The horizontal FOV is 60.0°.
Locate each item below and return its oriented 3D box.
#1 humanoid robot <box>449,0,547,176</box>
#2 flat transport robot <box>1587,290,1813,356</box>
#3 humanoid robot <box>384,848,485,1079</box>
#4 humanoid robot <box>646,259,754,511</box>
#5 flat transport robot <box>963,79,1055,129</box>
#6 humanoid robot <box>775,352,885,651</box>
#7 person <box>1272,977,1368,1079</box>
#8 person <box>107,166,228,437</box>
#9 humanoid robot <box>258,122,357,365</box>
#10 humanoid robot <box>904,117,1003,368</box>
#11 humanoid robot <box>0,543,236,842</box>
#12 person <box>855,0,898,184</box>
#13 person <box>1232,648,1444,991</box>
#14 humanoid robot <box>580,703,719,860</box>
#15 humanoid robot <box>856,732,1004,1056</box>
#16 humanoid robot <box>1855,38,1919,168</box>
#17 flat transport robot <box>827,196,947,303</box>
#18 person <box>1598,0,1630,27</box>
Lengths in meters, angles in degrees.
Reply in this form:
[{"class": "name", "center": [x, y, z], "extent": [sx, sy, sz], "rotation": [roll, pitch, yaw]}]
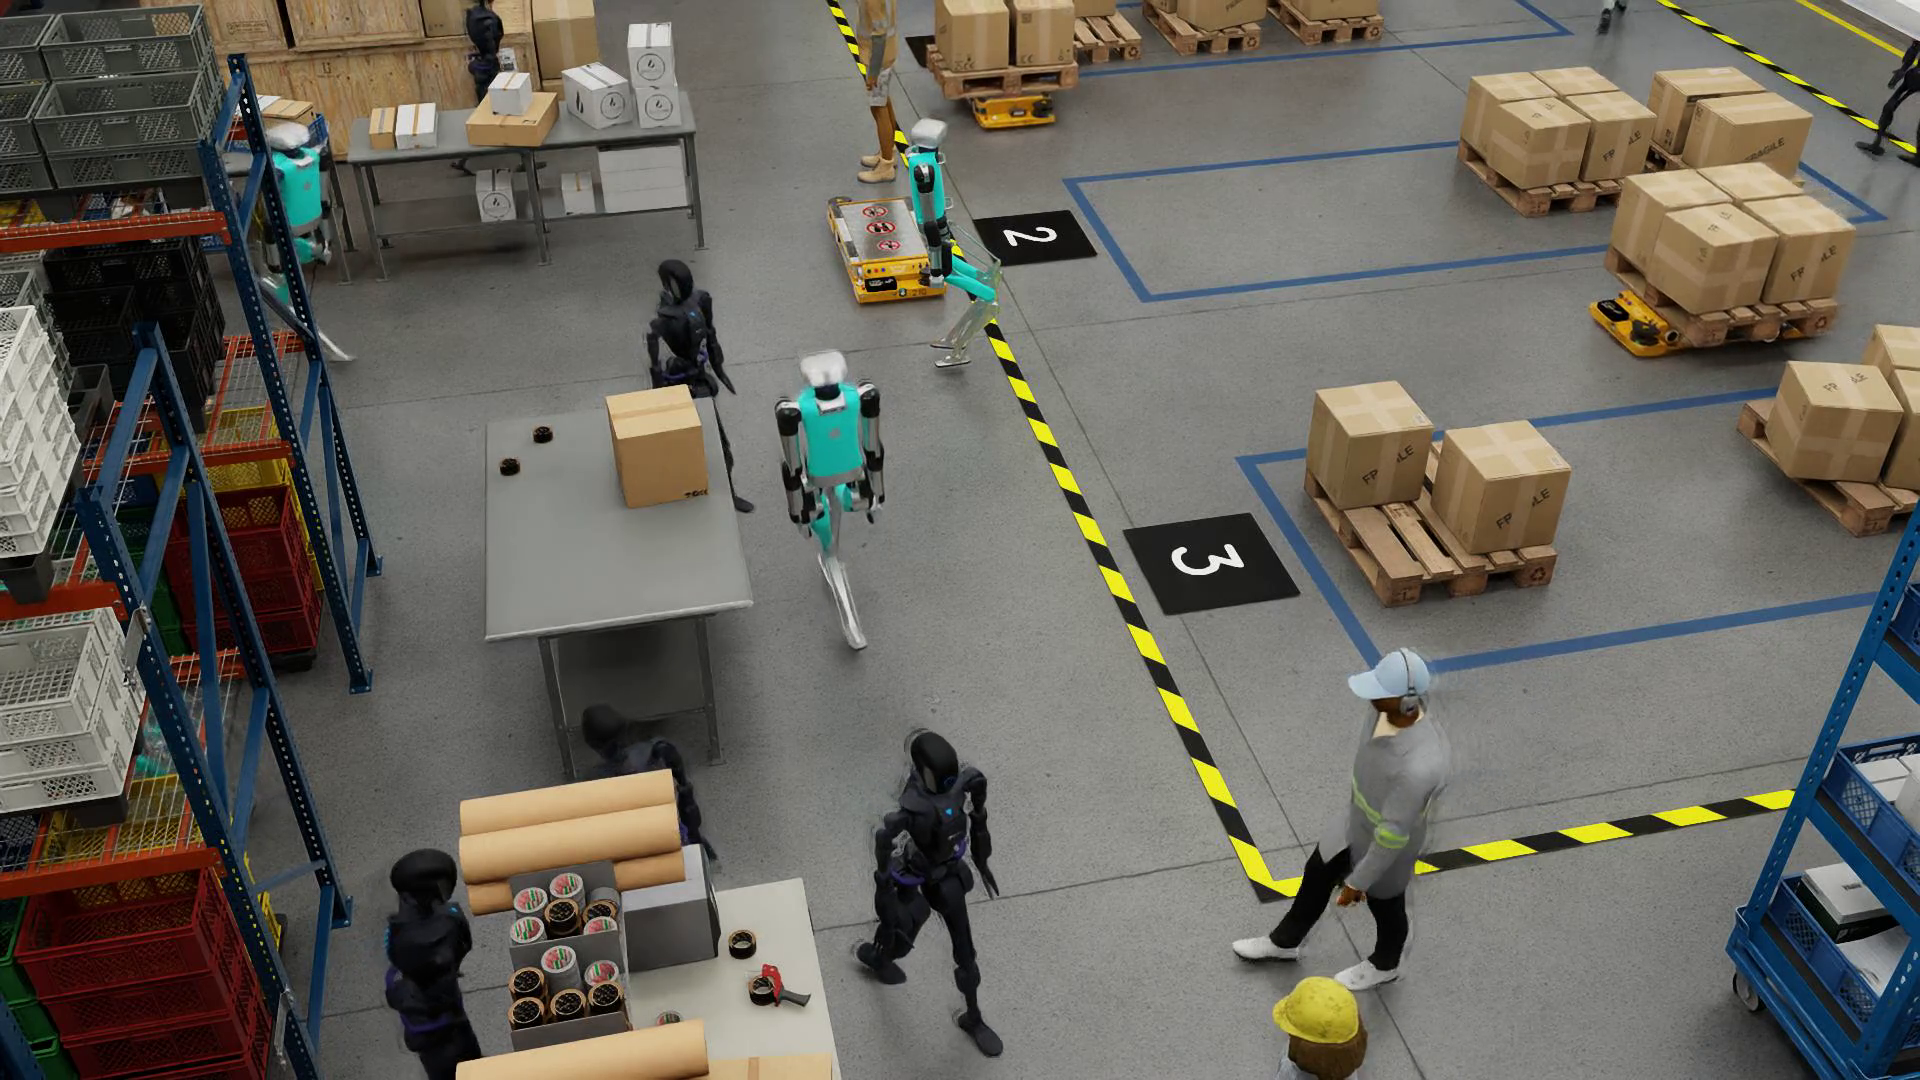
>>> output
[{"class": "humanoid robot", "center": [-3.843, -3.709, 13.412], "extent": [0.769, 1.645, 0.587], "rotation": [-16, 40, -20]}, {"class": "flat transport robot", "center": [5.245, -1.606, 11.689], "extent": [1.431, 0.197, 0.652], "rotation": [-8, 37, -10]}, {"class": "humanoid robot", "center": [-1.890, 1.733, 6.047], "extent": [0.388, 1.646, 0.611], "rotation": [-22, 42, -27]}, {"class": "humanoid robot", "center": [-1.611, -0.909, 9.639], "extent": [0.784, 1.635, 0.612], "rotation": [21, 41, 26]}, {"class": "flat transport robot", "center": [0.362, -4.102, 15.044], "extent": [0.652, 0.197, 1.431], "rotation": [-8, 37, -10]}, {"class": "humanoid robot", "center": [-0.712, -0.303, 8.763], "extent": [0.557, 1.756, 1.044], "rotation": [-11, 38, -15]}, {"class": "person", "center": [1.125, 2.059, 5.549], "extent": [0.321, 1.742, 0.491], "rotation": [-1, 37, -1]}, {"class": "person", "center": [-4.921, -1.486, 10.243], "extent": [0.338, 1.838, 0.506], "rotation": [-31, 46, -34]}, {"class": "humanoid robot", "center": [-4.501, -1.959, 10.975], "extent": [0.996, 1.721, 0.557], "rotation": [18, 40, 22]}, {"class": "humanoid robot", "center": [0.021, -1.911, 10.779], "extent": [0.735, 1.677, 0.533], "rotation": [-2, 37, -2]}, {"class": "humanoid robot", "center": [-3.699, 0.736, 7.418], "extent": [0.802, 1.878, 0.546], "rotation": [-1, 37, -2]}, {"class": "person", "center": [-0.687, -3.852, 13.247], "extent": [0.379, 2.039, 0.615], "rotation": [3, 37, 4]}, {"class": "person", "center": [1.547, 1.183, 6.663], "extent": [0.774, 1.827, 0.599], "rotation": [-5, 37, -7]}, {"class": "humanoid robot", "center": [-1.243, 1.301, 6.677], "extent": [0.616, 1.613, 0.829], "rotation": [-29, 46, -33]}, {"class": "humanoid robot", "center": [-0.140, 1.338, 6.617], "extent": [0.590, 1.632, 0.758], "rotation": [-27, 44, -32]}, {"class": "humanoid robot", "center": [7.929, -3.913, 13.640], "extent": [0.585, 1.639, 0.557], "rotation": [-14, 39, -18]}, {"class": "flat transport robot", "center": [-0.570, -2.220, 12.538], "extent": [0.659, 0.231, 1.431], "rotation": [-8, 37, -10]}, {"class": "person", "center": [6.608, -5.969, 16.303], "extent": [0.591, 1.794, 0.869], "rotation": [10, 38, 13]}]
